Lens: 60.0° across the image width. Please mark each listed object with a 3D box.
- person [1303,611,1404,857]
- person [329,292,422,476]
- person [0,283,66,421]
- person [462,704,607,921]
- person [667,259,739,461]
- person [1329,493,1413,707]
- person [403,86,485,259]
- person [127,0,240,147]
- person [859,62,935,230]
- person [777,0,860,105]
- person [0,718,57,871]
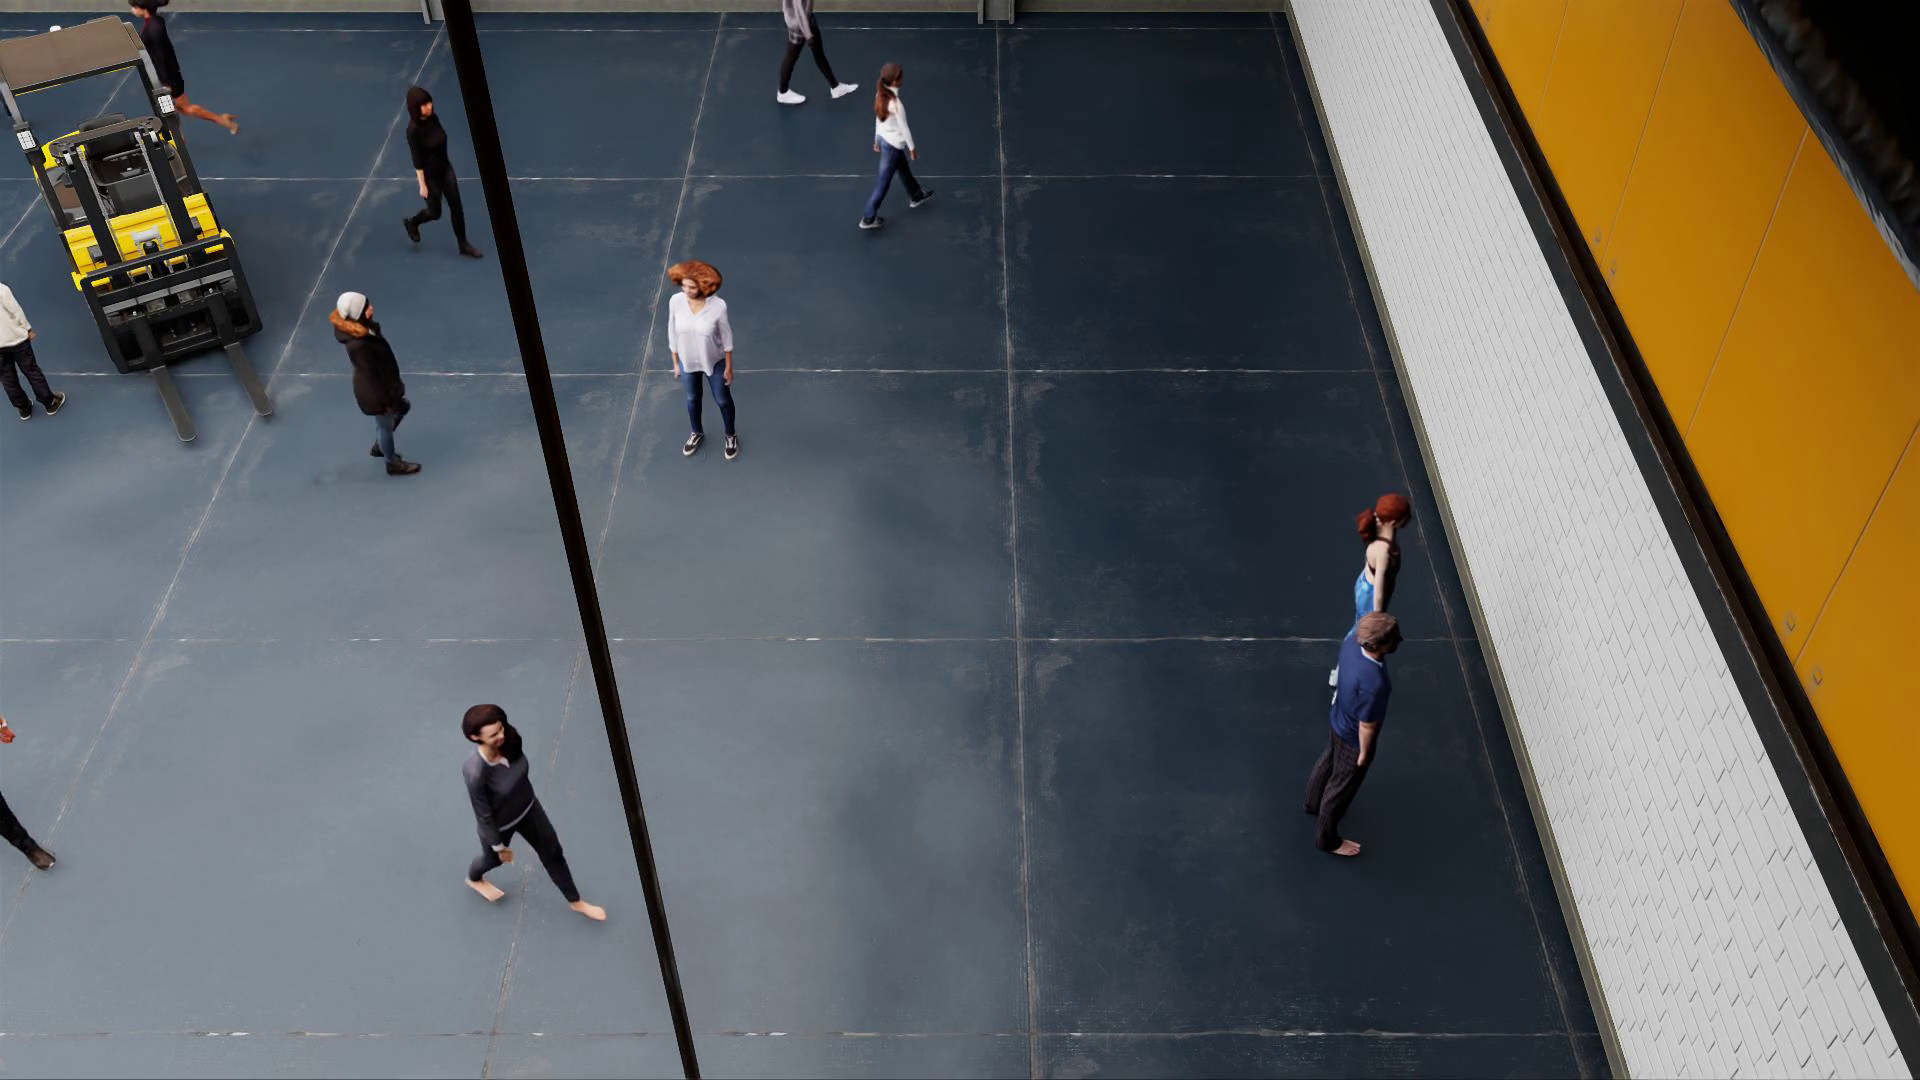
[{"bbox_3d":[2.284,1.090,9.651,0.535,1.871,0.661,-2,44,-2],"label":"person"},{"bbox_3d":[-4.330,-1.112,12.142,0.683,1.625,0.670,-8,44,-9],"label":"person"},{"bbox_3d":[-7.324,-1.551,12.725,0.534,1.455,0.689,-10,45,-10],"label":"person"},{"bbox_3d":[-2.612,1.525,9.303,1.222,1.722,0.929,16,46,16],"label":"person"},{"bbox_3d":[-1.900,-1.363,12.342,0.565,1.710,0.726,6,44,6],"label":"person"},{"bbox_3d":[2.575,0.394,10.443,0.588,1.786,0.569,3,44,4],"label":"person"},{"bbox_3d":[-4.570,-3.151,14.281,1.014,1.625,0.804,16,46,16],"label":"person"},{"bbox_3d":[-7.300,-4.317,15.511,1.042,1.618,0.818,-17,46,-17],"label":"person"},{"bbox_3d":[-0.674,-3.436,14.662,1.122,1.513,0.941,-25,49,-24],"label":"person"},{"bbox_3d":[-1.652,-5.029,16.166,1.053,1.744,0.686,2,44,2],"label":"person"},{"bbox_3d":[-5.846,1.168,9.653,1.229,1.756,1.020,20,47,20],"label":"person"}]
